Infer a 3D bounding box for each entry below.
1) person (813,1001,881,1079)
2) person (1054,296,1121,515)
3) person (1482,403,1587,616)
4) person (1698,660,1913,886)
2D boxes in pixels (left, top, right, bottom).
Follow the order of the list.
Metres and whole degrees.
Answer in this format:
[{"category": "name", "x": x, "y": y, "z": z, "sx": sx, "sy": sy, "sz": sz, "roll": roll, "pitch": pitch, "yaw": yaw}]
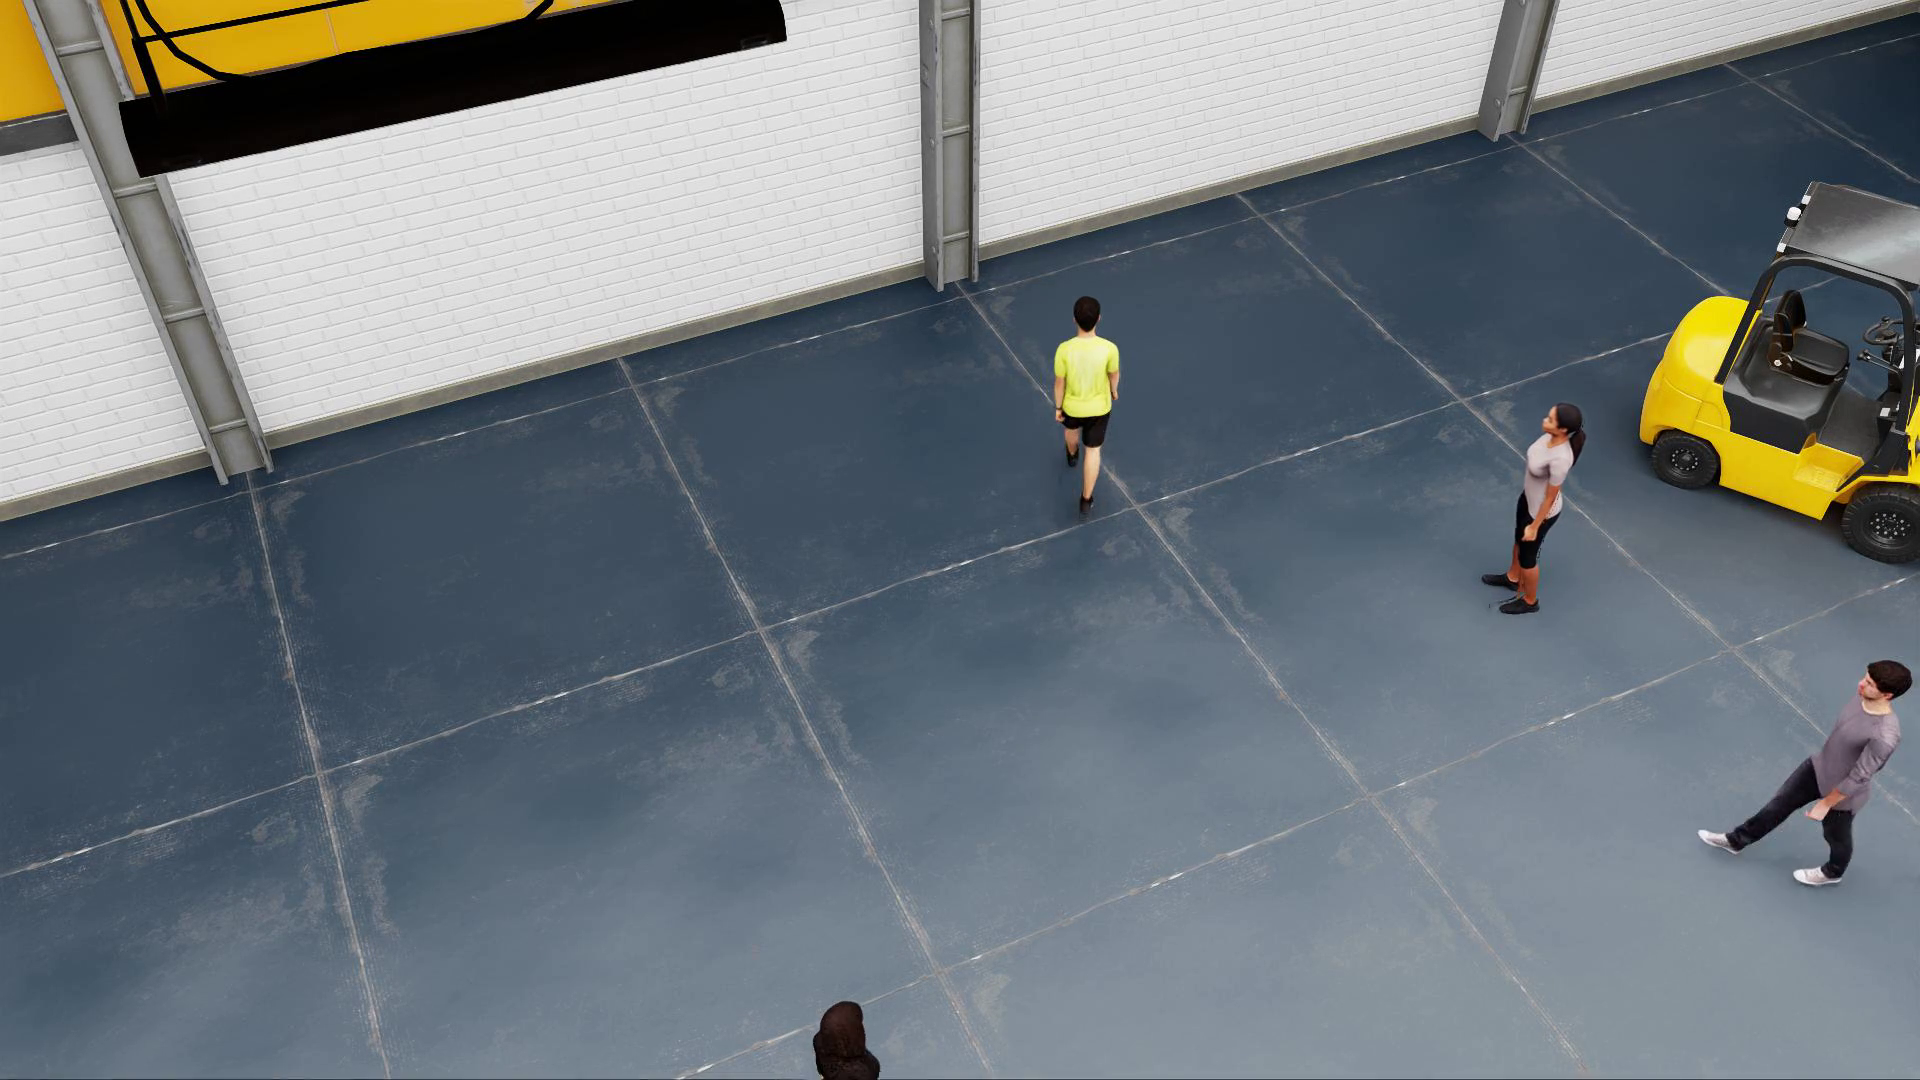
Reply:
[{"category": "person", "x": -0.588, "y": 2.811, "z": 8.097, "sx": 0.945, "sy": 1.628, "sz": 0.733, "roll": -32, "pitch": 52, "yaw": -29}, {"category": "person", "x": 0.921, "y": -0.950, "z": 12.012, "sx": 1.119, "sy": 1.672, "sz": 1.066, "roll": 5, "pitch": 44, "yaw": 6}, {"category": "person", "x": 3.904, "y": -0.223, "z": 11.184, "sx": 0.774, "sy": 1.762, "sz": 0.731, "roll": 7, "pitch": 44, "yaw": 7}, {"category": "person", "x": 5.098, "y": 1.376, "z": 9.466, "sx": 1.194, "sy": 1.817, "sz": 1.030, "roll": 3, "pitch": 44, "yaw": 4}]
